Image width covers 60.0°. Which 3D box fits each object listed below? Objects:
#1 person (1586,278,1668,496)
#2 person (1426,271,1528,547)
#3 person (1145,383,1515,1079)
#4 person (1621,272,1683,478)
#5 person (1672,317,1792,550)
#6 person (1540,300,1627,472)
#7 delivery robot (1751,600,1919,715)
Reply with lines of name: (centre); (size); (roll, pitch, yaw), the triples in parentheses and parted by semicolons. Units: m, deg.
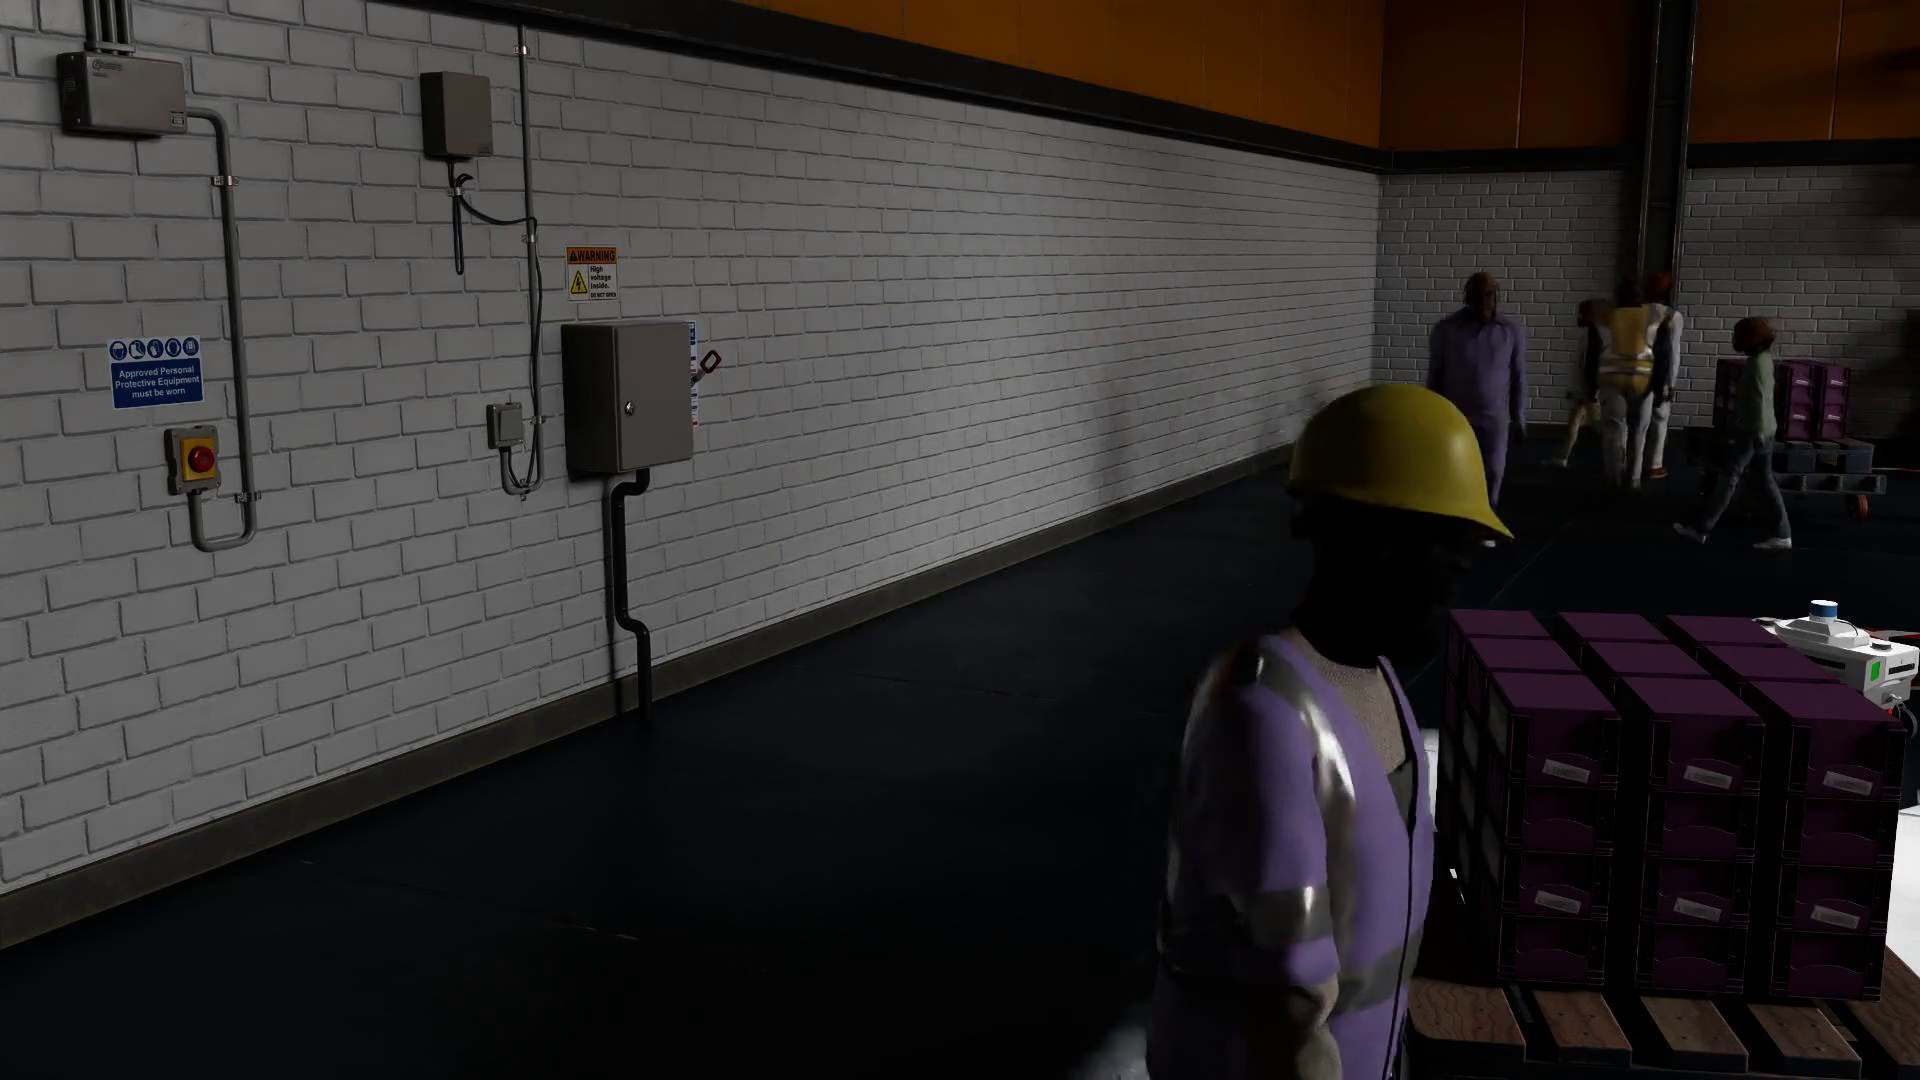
person: (5.645, -1.302, 14.101); (0.639, 1.802, 0.872); (4, 11, 24)
person: (3.507, -0.860, 11.311); (0.678, 1.919, 0.477); (2, 10, 9)
person: (0.430, 0.725, 2.224); (1.042, 1.864, 0.615); (7, 12, 37)
person: (6.118, -1.457, 14.825); (0.714, 1.862, 0.586); (-9, 13, -41)
person: (5.388, -0.729, 11.421); (0.765, 1.583, 0.514); (6, 12, 33)
person: (5.866, -1.428, 15.423); (0.841, 1.593, 0.513); (7, 12, 35)
delivery robot: (3.627, 0.499, 7.015); (0.477, 0.478, 0.707); (-6, 11, -30)
